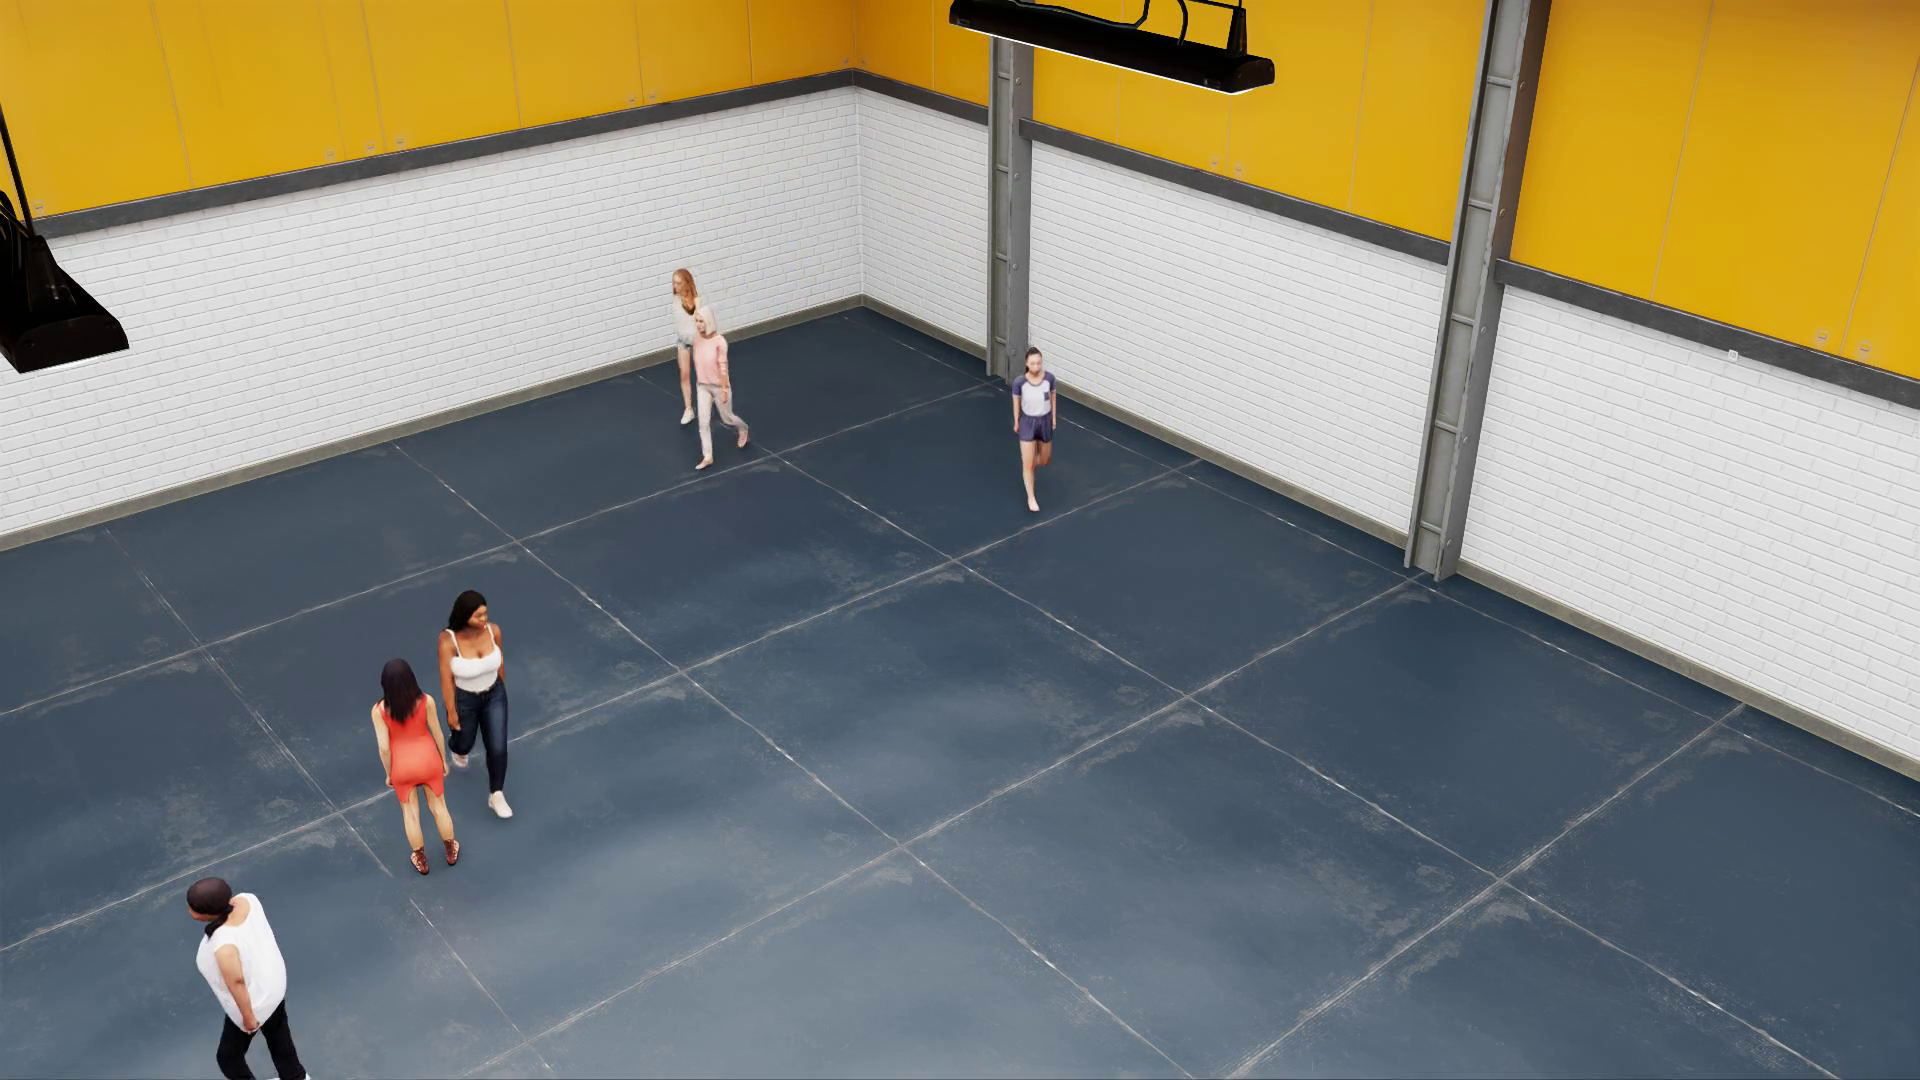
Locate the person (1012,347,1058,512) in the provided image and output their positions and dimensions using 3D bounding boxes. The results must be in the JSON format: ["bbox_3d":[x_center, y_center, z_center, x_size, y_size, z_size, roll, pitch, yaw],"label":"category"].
[{"bbox_3d":[0.719,-1.142,16.453,0.829,1.632,0.999,-7,29,-12],"label":"person"}]

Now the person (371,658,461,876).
[{"bbox_3d":[-3.742,1.552,11.424,0.635,1.718,0.612,-12,31,-21],"label":"person"}]

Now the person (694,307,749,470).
[{"bbox_3d":[-2.489,-1.612,17.242,1.059,1.702,0.914,14,32,24],"label":"person"}]

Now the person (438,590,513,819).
[{"bbox_3d":[-3.560,1.139,12.119,0.762,1.779,1.135,-16,32,-26],"label":"person"}]

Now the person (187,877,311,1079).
[{"bbox_3d":[-4.022,2.596,9.563,0.949,1.667,0.892,1,29,1],"label":"person"}]
